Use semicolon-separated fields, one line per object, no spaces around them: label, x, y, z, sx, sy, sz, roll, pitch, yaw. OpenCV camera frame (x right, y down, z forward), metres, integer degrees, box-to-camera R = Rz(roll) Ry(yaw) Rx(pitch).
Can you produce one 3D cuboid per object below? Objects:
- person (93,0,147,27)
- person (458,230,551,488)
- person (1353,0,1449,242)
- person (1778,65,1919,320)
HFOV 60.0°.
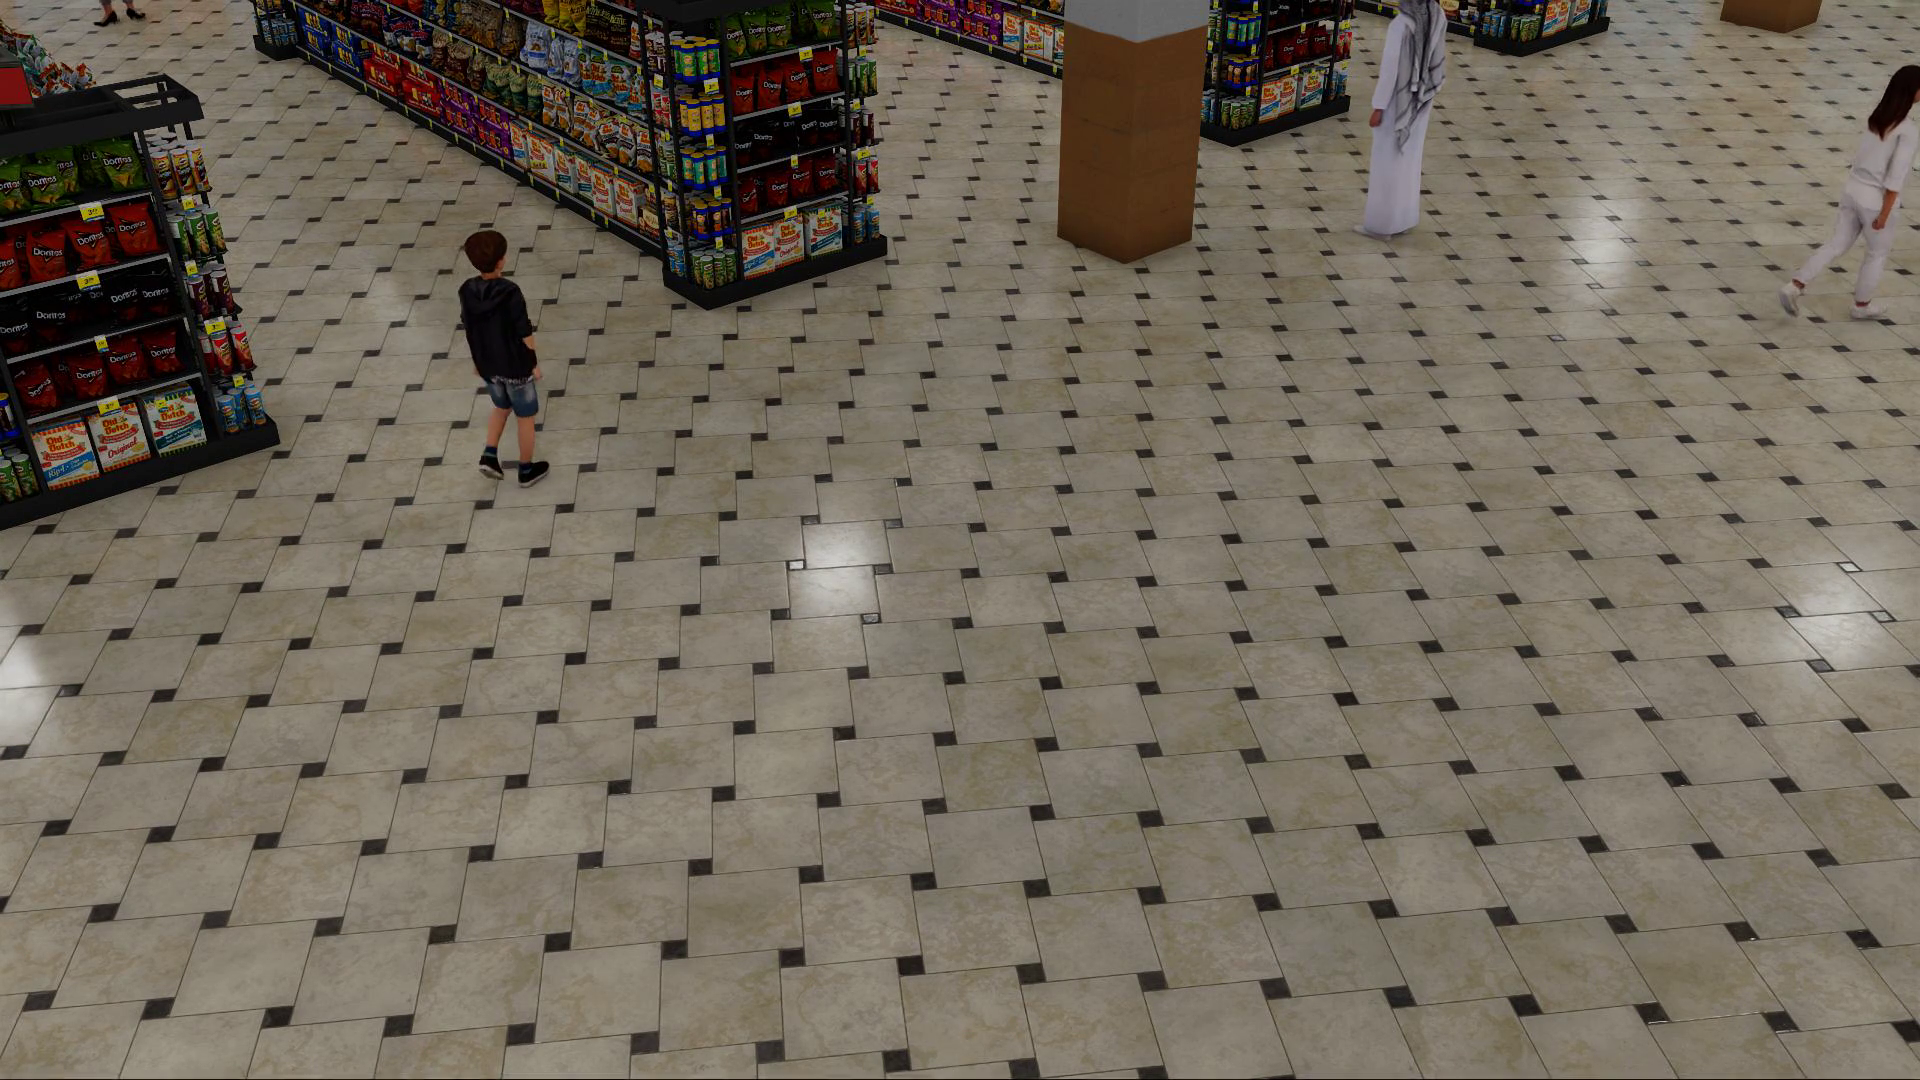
person;-8.669;-6.078;16.819;0.733;1.655;0.586;-18;36;-27
person;-2.421;-0.902;8.710;0.701;1.435;0.742;12;34;19
person;3.132;-3.077;11.736;0.713;1.931;0.655;-20;37;-29
person;5.680;-2.149;10.497;0.902;1.664;1.051;-10;33;-16
